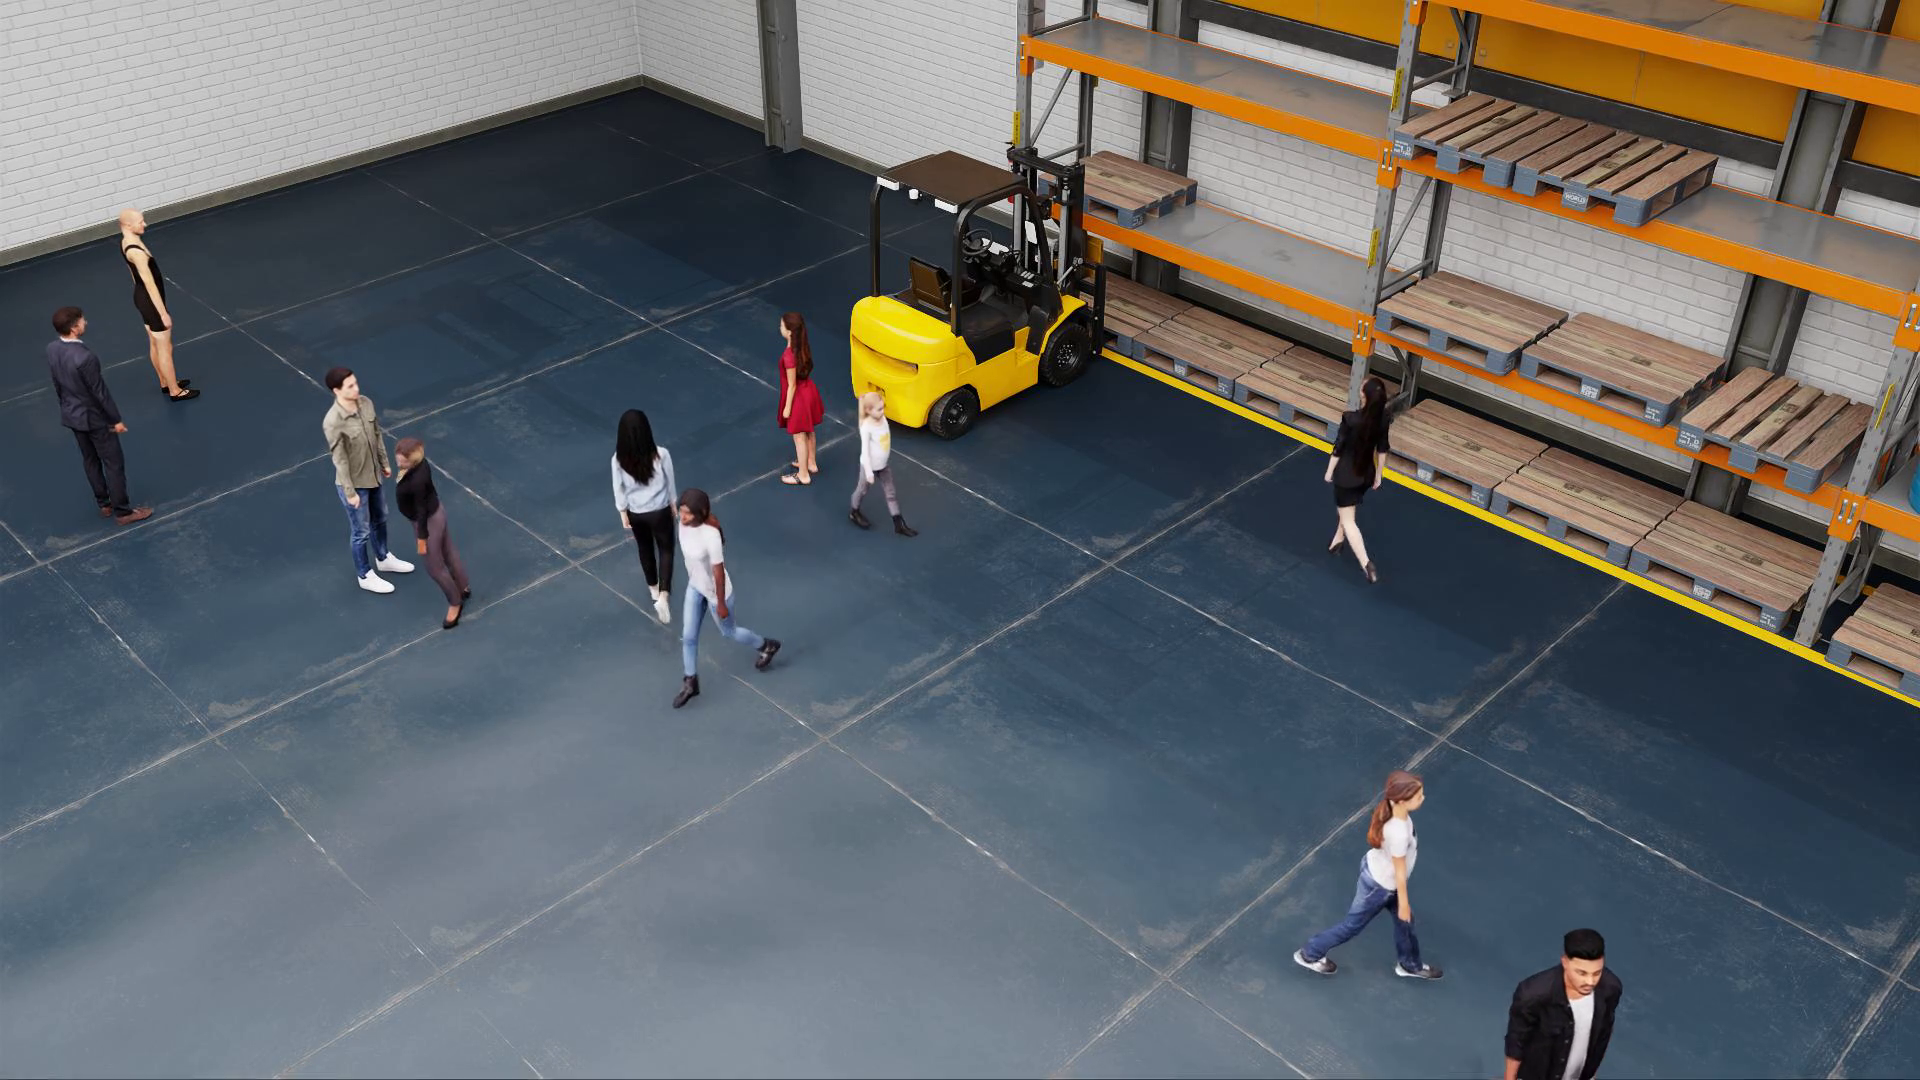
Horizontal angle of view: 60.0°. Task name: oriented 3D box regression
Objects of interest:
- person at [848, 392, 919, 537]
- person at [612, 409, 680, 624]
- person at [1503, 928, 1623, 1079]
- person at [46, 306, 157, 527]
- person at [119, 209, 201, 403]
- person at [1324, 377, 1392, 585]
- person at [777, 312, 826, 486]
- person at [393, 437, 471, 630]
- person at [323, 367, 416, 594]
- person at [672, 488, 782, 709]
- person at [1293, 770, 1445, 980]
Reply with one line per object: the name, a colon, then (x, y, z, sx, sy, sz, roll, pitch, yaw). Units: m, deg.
person: (-0.736, -0.611, 13.271, 0.912, 1.246, 0.590, 22, 39, 30)
person: (-2.270, -0.156, 12.183, 0.952, 1.693, 1.060, -4, 34, -7)
person: (2.855, 2.483, 8.121, 0.827, 1.794, 0.871, -3, 34, -5)
person: (-6.971, -1.007, 13.313, 0.687, 1.860, 0.842, 8, 34, 11)
person: (-7.325, -2.128, 15.043, 0.740, 1.812, 0.509, -22, 39, -29)
person: (3.033, -0.422, 12.604, 0.854, 1.670, 1.091, -12, 36, -18)
person: (-1.342, -1.195, 13.872, 0.713, 1.554, 0.655, 9, 35, 14)
person: (-3.822, -0.113, 12.168, 0.877, 1.638, 0.750, -1, 34, -1)
person: (-4.520, -0.471, 12.504, 0.752, 1.862, 0.773, 10, 35, 14)
person: (-1.645, 0.334, 11.452, 0.692, 1.687, 1.035, -28, 42, -35)
person: (2.275, 1.902, 9.242, 1.127, 1.522, 0.959, 5, 34, 7)
